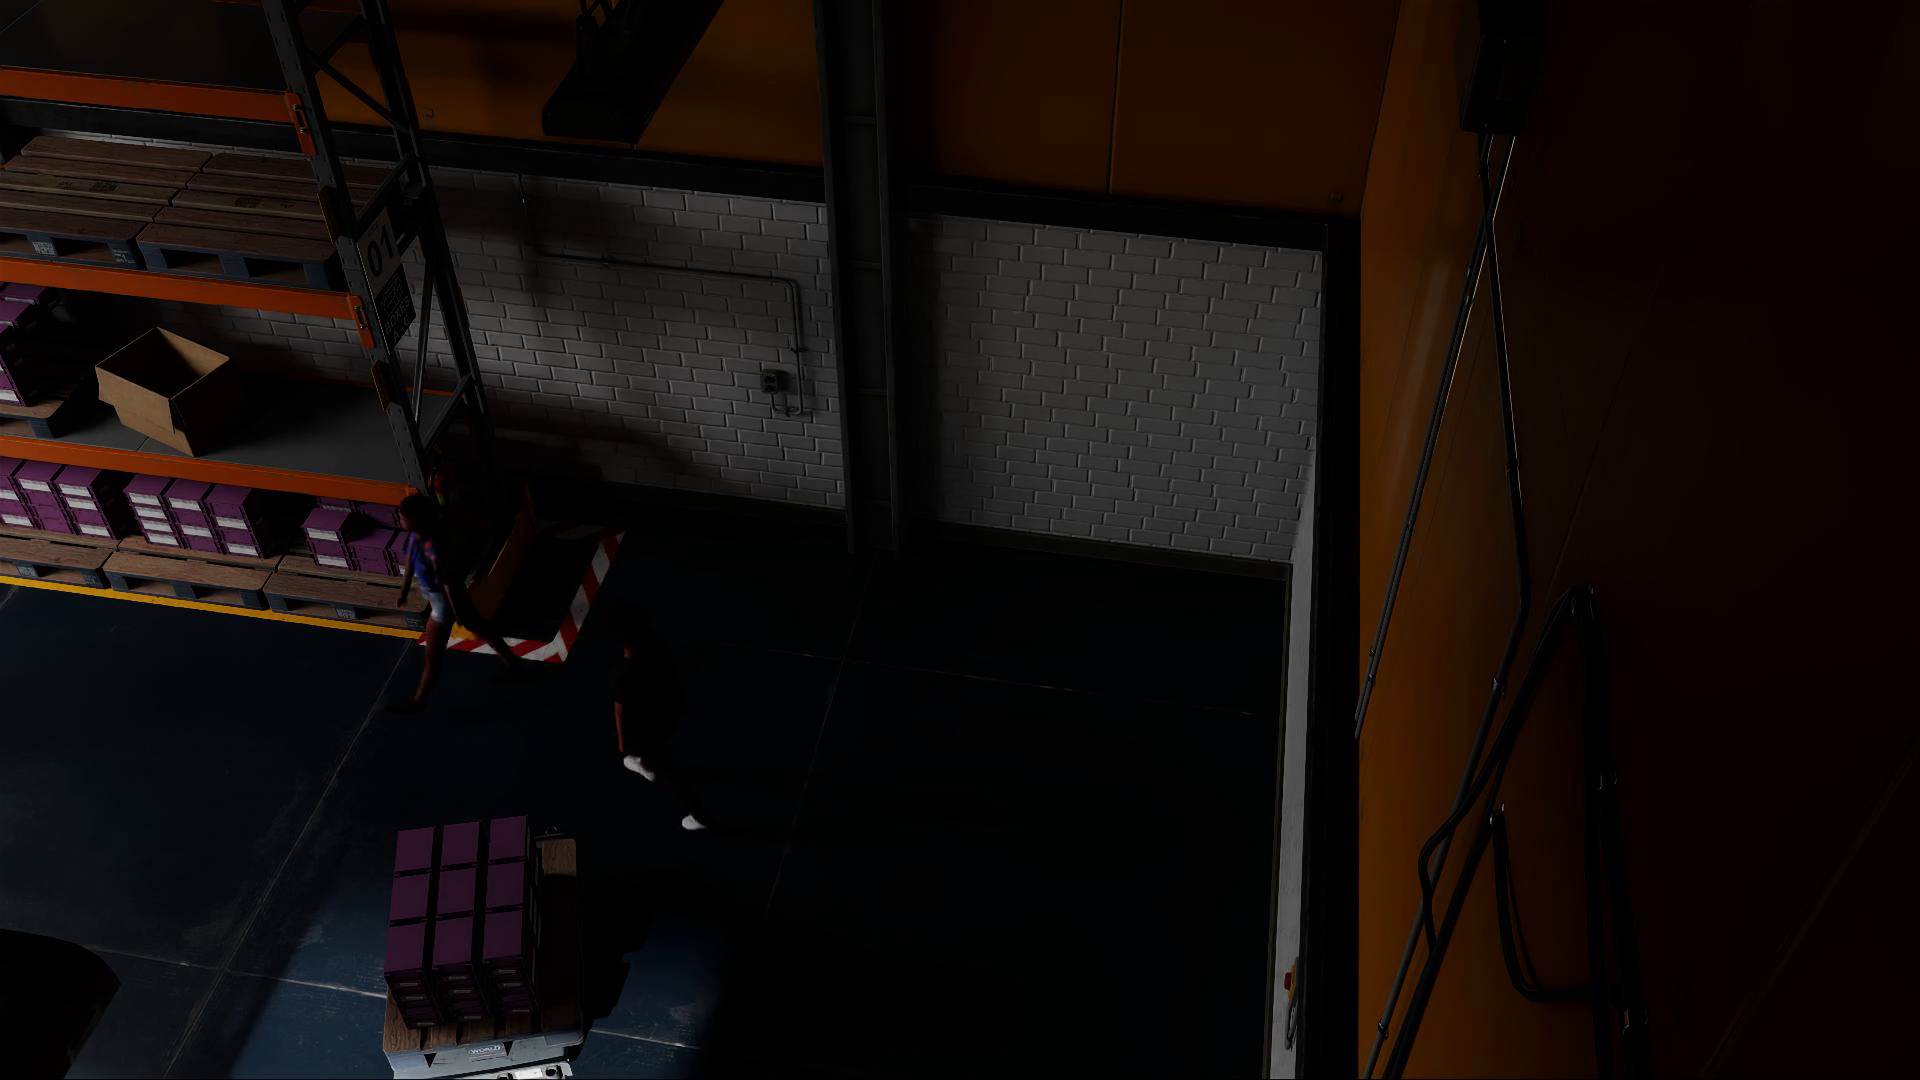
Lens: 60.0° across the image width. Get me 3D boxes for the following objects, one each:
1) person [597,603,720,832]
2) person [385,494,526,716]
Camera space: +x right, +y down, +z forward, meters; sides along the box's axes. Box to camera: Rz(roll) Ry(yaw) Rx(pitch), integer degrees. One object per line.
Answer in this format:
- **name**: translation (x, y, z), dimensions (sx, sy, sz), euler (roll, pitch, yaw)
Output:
- **person**: translation (-1.765, 1.084, 9.880), dimensions (1.191, 1.744, 0.903), euler (22, 48, 22)
- **person**: translation (-3.204, 0.355, 10.680), dimensions (1.199, 1.696, 1.068), euler (-23, 48, -22)
